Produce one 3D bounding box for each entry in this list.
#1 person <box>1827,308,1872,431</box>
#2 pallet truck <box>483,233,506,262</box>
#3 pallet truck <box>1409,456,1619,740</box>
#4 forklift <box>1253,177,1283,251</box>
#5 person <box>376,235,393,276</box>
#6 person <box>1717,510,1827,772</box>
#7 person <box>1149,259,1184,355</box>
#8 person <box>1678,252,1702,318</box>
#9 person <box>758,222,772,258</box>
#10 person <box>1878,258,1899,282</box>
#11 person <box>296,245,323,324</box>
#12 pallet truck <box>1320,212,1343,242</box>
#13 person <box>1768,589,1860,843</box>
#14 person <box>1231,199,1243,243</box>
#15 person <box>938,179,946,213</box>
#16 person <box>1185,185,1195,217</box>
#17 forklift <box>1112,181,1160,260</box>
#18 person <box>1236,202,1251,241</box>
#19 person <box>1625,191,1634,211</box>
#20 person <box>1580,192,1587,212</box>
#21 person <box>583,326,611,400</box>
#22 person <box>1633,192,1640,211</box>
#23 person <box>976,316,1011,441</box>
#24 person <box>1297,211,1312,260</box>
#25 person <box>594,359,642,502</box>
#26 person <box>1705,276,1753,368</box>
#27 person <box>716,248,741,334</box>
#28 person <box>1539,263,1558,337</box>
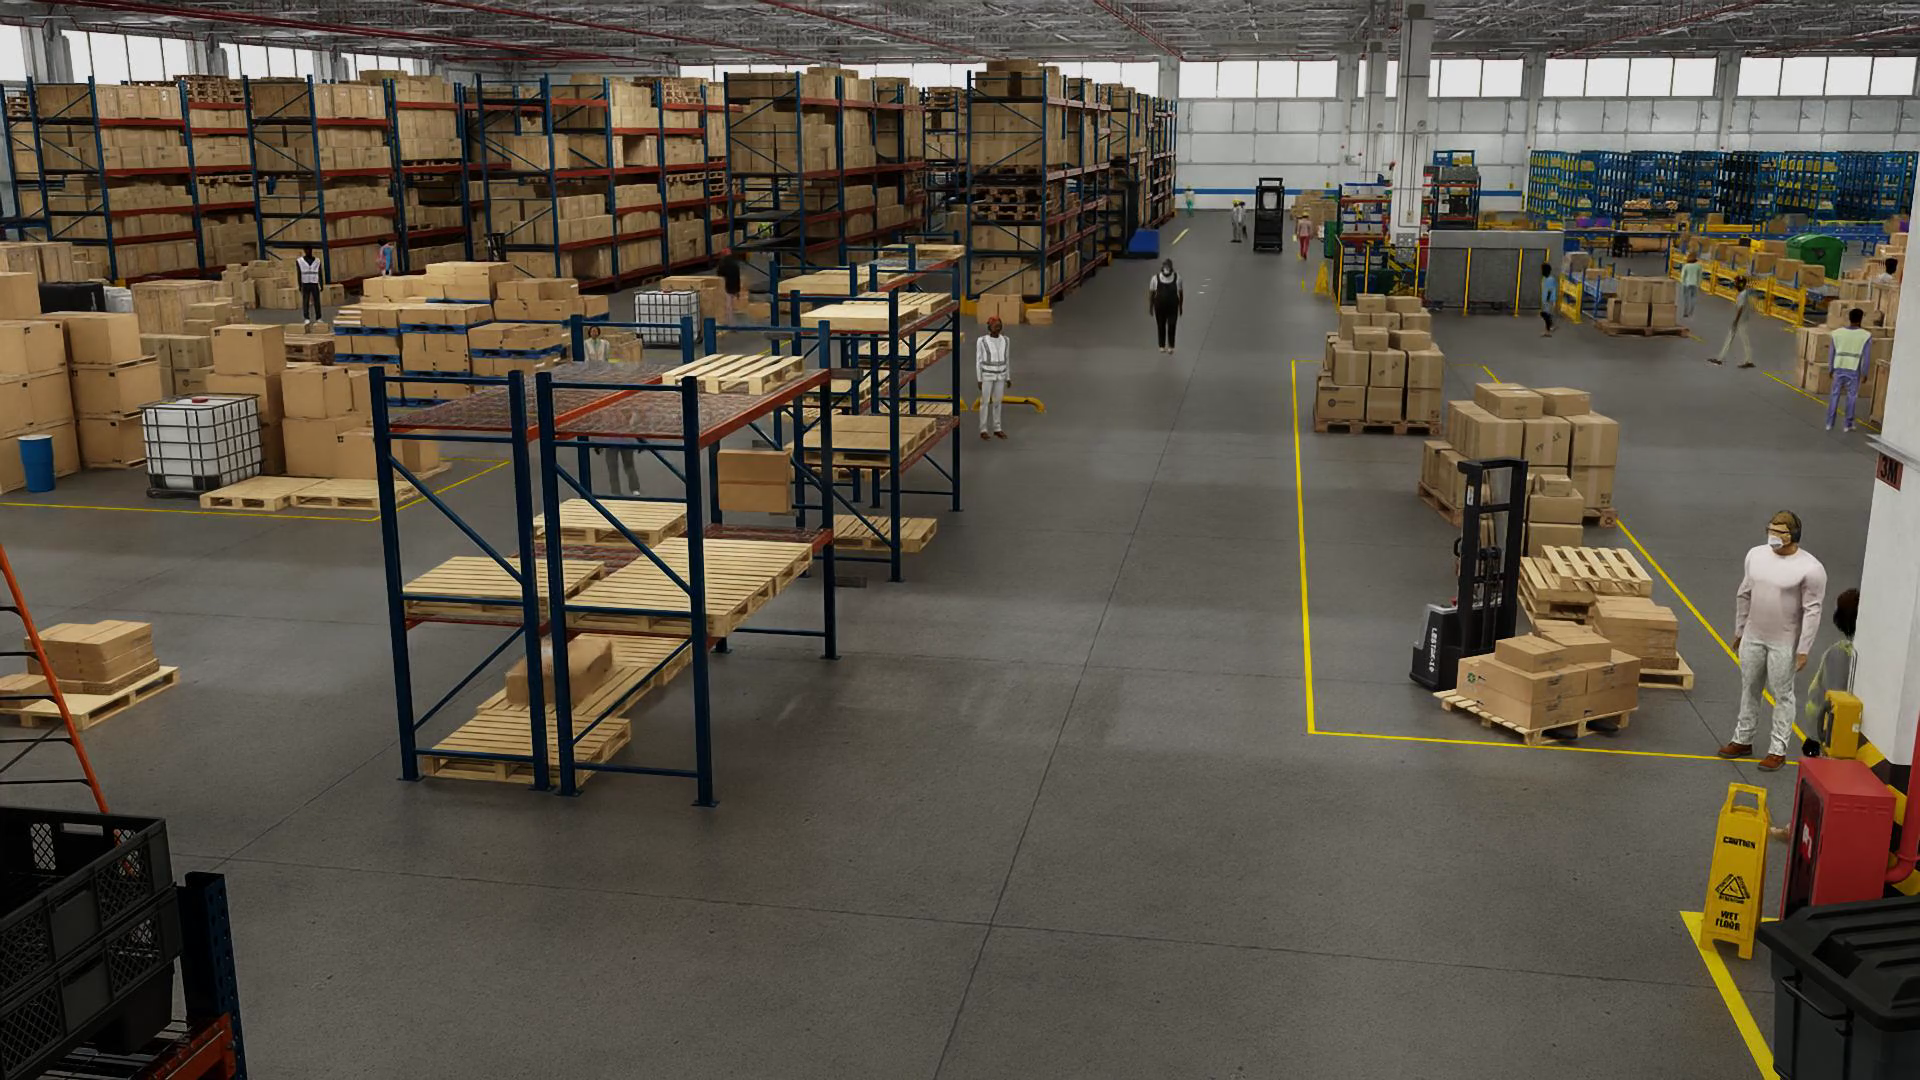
[{"bbox_3d":[13.874,-2.656,25.985,0.591,1.913,0.384,13,19,43],"label":"person"},{"bbox_3d":[-11.832,-7.026,43.548,1.885,1.965,0.823,8,16,28],"label":"pallet truck"},{"bbox_3d":[4.504,0.400,13.395,0.823,1.965,1.885,-6,15,-23],"label":"pallet truck"},{"bbox_3d":[12.083,-12.747,64.956,1.129,2.768,1.873,3,14,10],"label":"forklift"},{"bbox_3d":[-15.694,-7.406,45.408,0.429,1.845,0.621,-8,16,-28],"label":"person"},{"bbox_3d":[5.952,0.729,12.184,0.373,1.940,0.628,-8,16,-31],"label":"person"},{"bbox_3d":[4.307,-4.903,34.837,0.708,2.000,0.988,2,14,10],"label":"person"},{"bbox_3d":[18.350,-6.416,41.830,0.529,1.614,0.454,2,14,7],"label":"person"},{"bbox_3d":[-7.195,-11.255,61.335,0.536,1.695,0.322,-5,15,-19],"label":"person"},{"bbox_3d":[19.957,-5.092,35.787,0.573,1.945,0.652,3,14,13],"label":"person"},{"bbox_3d":[-15.817,-6.232,40.516,0.591,1.910,0.388,-8,16,-31],"label":"person"},{"bbox_3d":[15.874,-13.227,70.310,0.680,1.201,1.601,10,17,35],"label":"pallet truck"},{"bbox_3d":[5.670,1.207,10.525,0.889,1.805,0.616,13,19,42],"label":"person"},{"bbox_3d":[11.590,-13.386,69.739,0.404,1.821,0.589,-7,15,-25],"label":"person"},{"bbox_3d":[-0.892,-19.726,95.232,1.024,1.952,0.607,0,14,0],"label":"person"},{"bbox_3d":[12.464,-18.358,90.112,0.550,1.735,0.505,2,14,7],"label":"person"},{"bbox_3d":[6.291,-11.591,60.262,1.873,2.768,1.129,3,14,10],"label":"forklift"},{"bbox_3d":[12.003,-13.544,70.708,0.537,1.643,0.856,-8,16,-30],"label":"person"},{"bbox_3d":[32.439,-16.060,80.565,0.404,1.831,0.600,-7,16,-27],"label":"person"},{"bbox_3d":[30.131,-16.090,80.458,0.391,1.944,0.603,7,15,25],"label":"person"},{"bbox_3d":[-5.769,-2.609,26.350,0.515,1.641,0.308,-7,15,-26],"label":"person"},{"bbox_3d":[33.696,-16.610,82.872,0.594,1.791,0.972,2,14,8],"label":"person"},{"bbox_3d":[0.512,-2.454,25.223,0.574,1.883,0.355,-8,16,-29],"label":"person"},{"bbox_3d":[12.500,-11.041,60.356,0.528,1.753,0.504,4,14,15],"label":"person"},{"bbox_3d":[-4.151,-1.249,20.279,0.590,1.908,0.555,-7,16,-28],"label":"person"},{"bbox_3d":[15.295,-4.302,32.853,0.950,1.818,0.537,5,15,18],"label":"person"},{"bbox_3d":[-5.455,-5.764,38.503,0.973,1.946,0.630,11,18,39],"label":"person"},{"bbox_3d":[13.352,-5.450,37.793,0.386,1.670,0.549,3,14,11],"label":"person"}]
